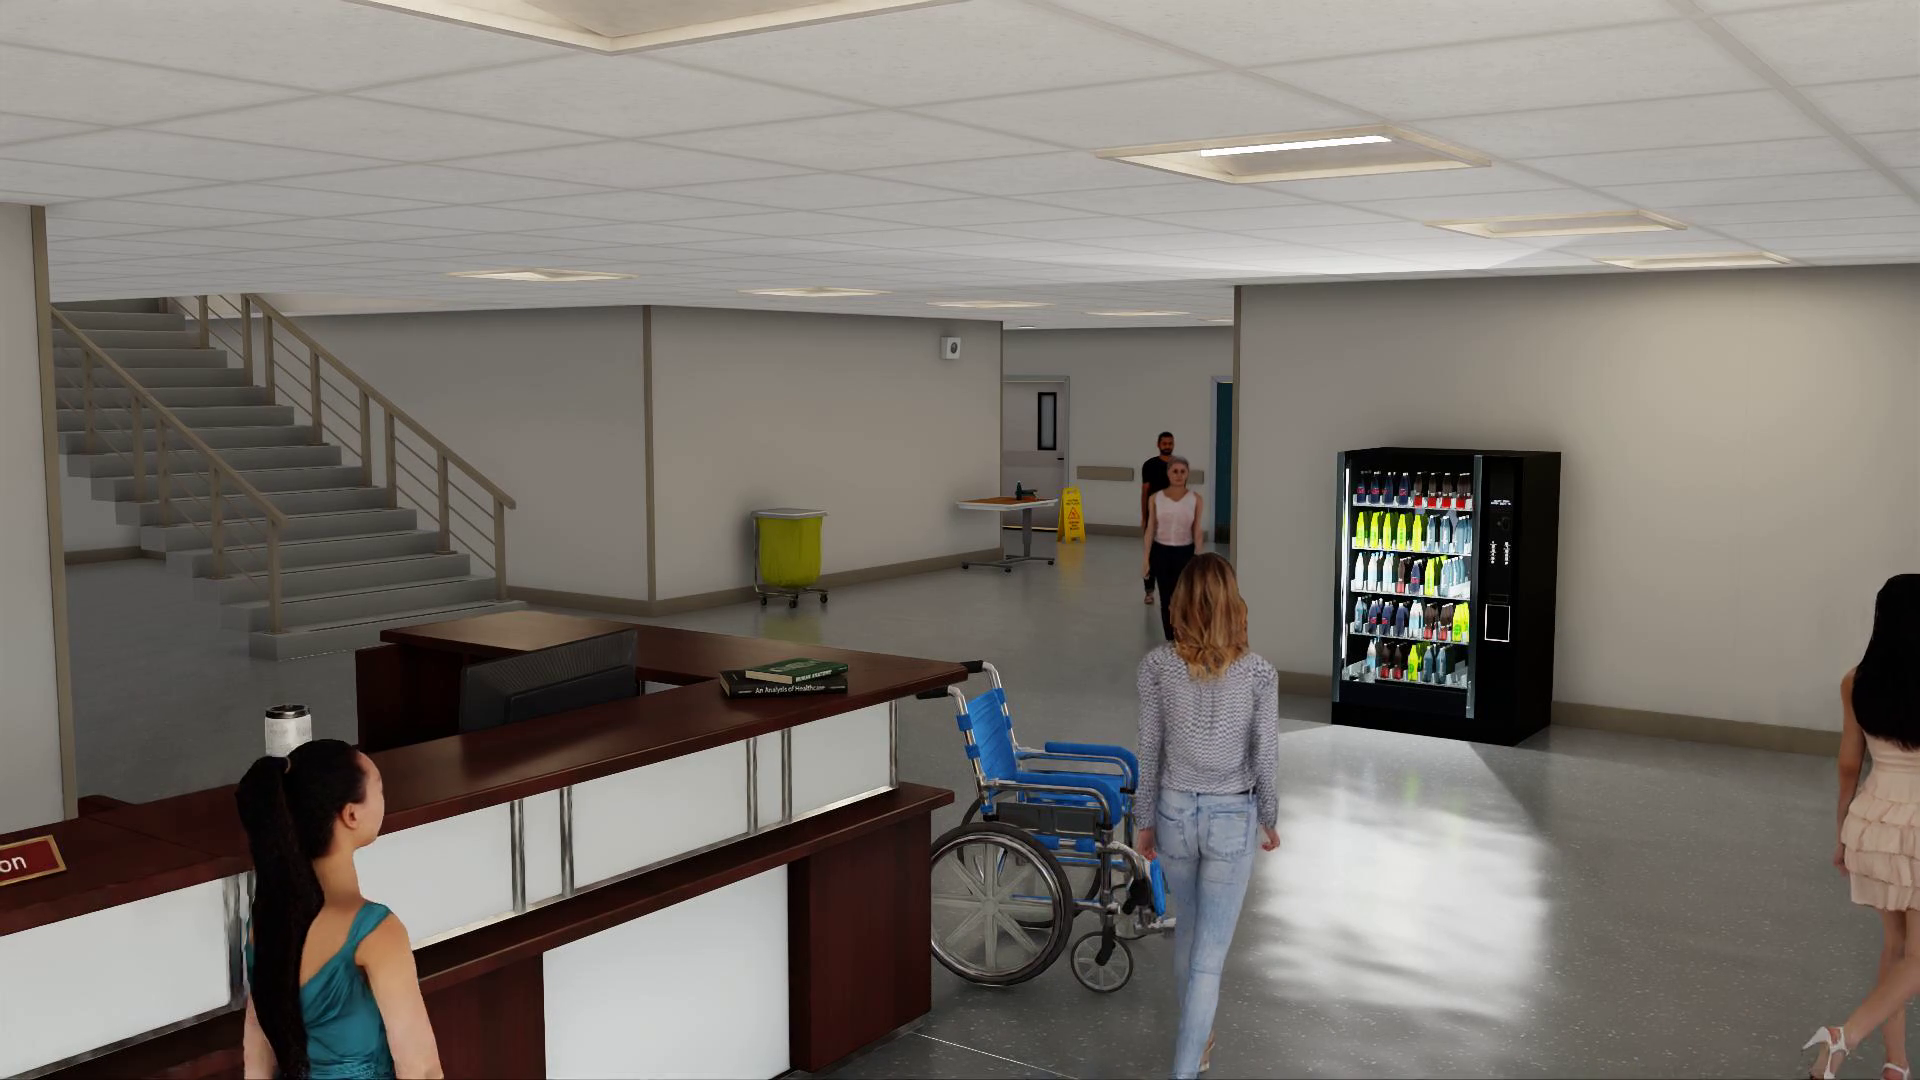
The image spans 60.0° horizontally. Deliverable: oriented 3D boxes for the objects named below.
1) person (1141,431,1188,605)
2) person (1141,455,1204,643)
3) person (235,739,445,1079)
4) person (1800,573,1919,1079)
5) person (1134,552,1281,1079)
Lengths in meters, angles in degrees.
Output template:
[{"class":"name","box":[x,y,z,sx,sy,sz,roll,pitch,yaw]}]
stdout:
[{"class":"person","box":[2.081,-0.227,16.940,0.684,1.756,0.765,0,6,-5]},{"class":"person","box":[1.724,0.166,13.386,0.729,1.685,0.800,1,6,14]},{"class":"person","box":[-1.207,1.216,3.031,0.597,1.668,0.604,4,7,37]},{"class":"person","box":[2.871,0.978,5.137,0.874,1.720,0.926,-3,7,-31]},{"class":"person","box":[0.741,0.952,5.154,0.923,1.769,0.777,3,6,24]}]
